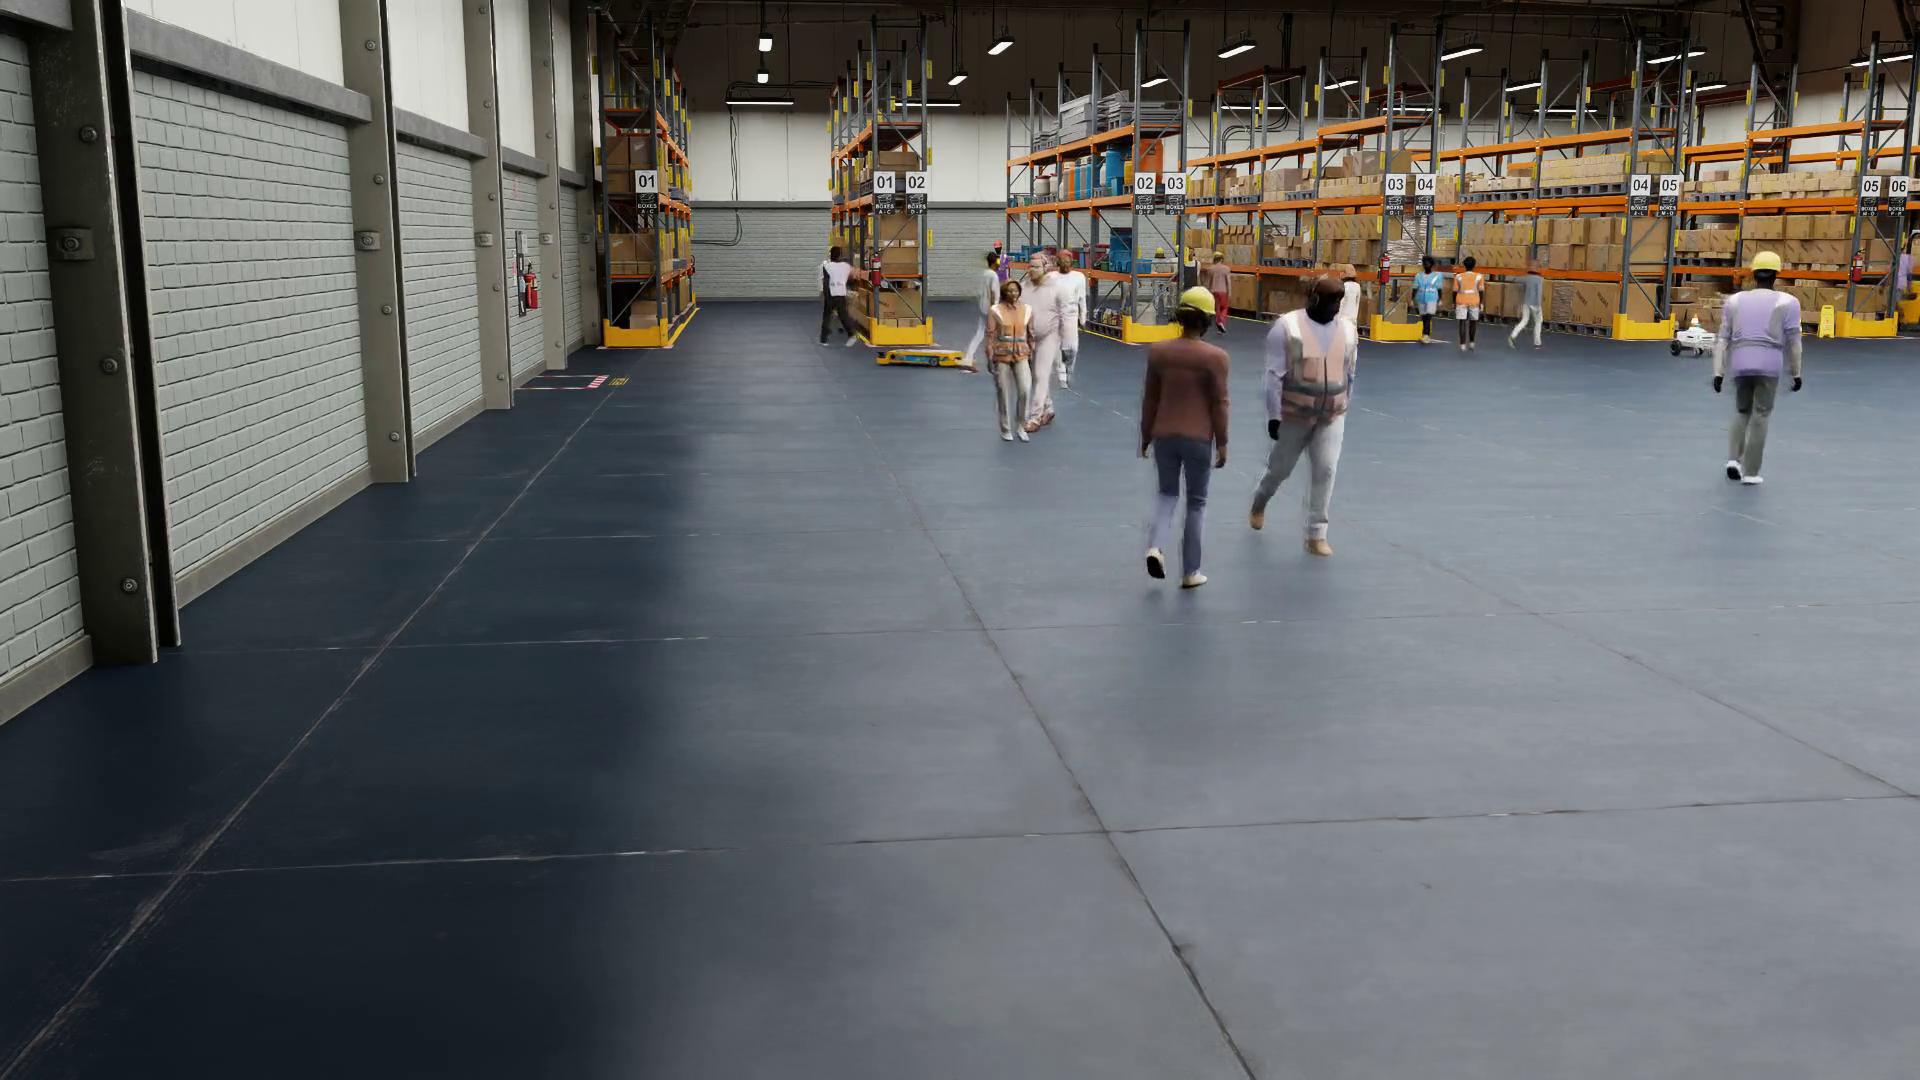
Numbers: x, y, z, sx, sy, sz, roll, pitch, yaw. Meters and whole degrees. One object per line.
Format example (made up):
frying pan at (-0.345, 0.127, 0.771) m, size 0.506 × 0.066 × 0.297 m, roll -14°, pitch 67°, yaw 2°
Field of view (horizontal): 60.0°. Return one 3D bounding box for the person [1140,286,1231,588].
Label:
person at (1.287, -0.583, 9.587) m, size 0.550 × 1.745 × 0.477 m, roll 6°, pitch 12°, yaw 31°

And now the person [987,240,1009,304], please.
person at (0.975, -6.674, 42.464) m, size 0.551 × 1.935 × 0.371 m, roll 0°, pitch 10°, yaw 2°

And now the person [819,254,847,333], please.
person at (-2.658, -5.265, 35.034) m, size 0.610 × 1.822 × 0.419 m, roll -2°, pitch 11°, yaw -11°

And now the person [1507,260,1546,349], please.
person at (10.310, -4.259, 30.134) m, size 0.747 × 1.610 × 0.505 m, roll -5°, pitch 11°, yaw -25°

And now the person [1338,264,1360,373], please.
person at (5.621, -3.191, 24.205) m, size 0.499 × 1.633 × 0.285 m, roll -9°, pitch 14°, yaw -42°

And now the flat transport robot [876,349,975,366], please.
flat transport robot at (-0.547, -2.903, 26.360) m, size 1.431 × 0.197 × 0.652 m, roll 5°, pitch 12°, yaw 26°

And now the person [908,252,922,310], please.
person at (-1.346, -7.368, 46.172) m, size 0.593 × 1.990 × 1.073 m, roll -5°, pitch 11°, yaw -24°

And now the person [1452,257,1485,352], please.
person at (9.050, -4.200, 29.649) m, size 0.557 × 1.649 × 0.846 m, roll 3°, pitch 11°, yaw 17°

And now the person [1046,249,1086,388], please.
person at (1.398, -2.962, 22.298) m, size 0.582 × 1.867 × 0.416 m, roll 0°, pitch 10°, yaw -1°

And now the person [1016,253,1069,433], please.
person at (0.833, -2.097, 17.598) m, size 0.662 × 1.865 × 0.987 m, roll 6°, pitch 12°, yaw 29°

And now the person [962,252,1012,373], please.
person at (0.465, -3.397, 24.877) m, size 0.976 × 1.808 × 0.504 m, roll -5°, pitch 11°, yaw -25°

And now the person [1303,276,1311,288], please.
person at (10.098, -7.546, 47.422) m, size 0.639 × 1.888 × 1.044 m, roll 2°, pitch 11°, yaw 12°

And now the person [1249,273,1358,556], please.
person at (2.231, -0.833, 10.851) m, size 0.644 × 1.811 × 0.814 m, roll -2°, pitch 11°, yaw -10°

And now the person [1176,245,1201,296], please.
person at (4.732, -5.170, 34.468) m, size 0.507 × 1.847 × 0.343 m, roll -1°, pitch 10°, yaw -7°

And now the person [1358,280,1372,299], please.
person at (10.891, -7.024, 44.711) m, size 0.499 × 1.828 × 0.993 m, roll 0°, pitch 10°, yaw -2°

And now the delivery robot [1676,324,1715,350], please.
delivery robot at (12.425, -3.407, 28.089) m, size 0.477 × 0.478 × 0.707 m, roll -1°, pitch 10°, yaw -7°

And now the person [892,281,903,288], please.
person at (-1.742, -7.267, 45.704) m, size 0.613 × 1.951 × 1.006 m, roll -1°, pitch 10°, yaw -5°

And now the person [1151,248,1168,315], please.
person at (5.207, -6.748, 43.400) m, size 0.490 × 1.743 × 0.324 m, roll -2°, pitch 11°, yaw -12°

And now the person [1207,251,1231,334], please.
person at (5.410, -5.156, 34.733) m, size 0.559 × 1.730 × 0.422 m, roll 6°, pitch 12°, yaw 28°

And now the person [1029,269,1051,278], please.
person at (1.737, -5.293, 35.766) m, size 0.522 × 1.618 × 0.683 m, roll -2°, pitch 11°, yaw -12°

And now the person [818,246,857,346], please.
person at (-2.259, -4.526, 30.917) m, size 0.596 × 1.866 × 0.872 m, roll -7°, pitch 12°, yaw -33°

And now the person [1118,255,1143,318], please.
person at (4.104, -6.252, 40.152) m, size 0.629 × 1.940 × 0.373 m, roll -2°, pitch 11°, yaw -12°

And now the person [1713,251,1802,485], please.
person at (6.552, -1.404, 13.660) m, size 0.504 × 1.904 × 0.602 m, roll -10°, pitch 14°, yaw -43°

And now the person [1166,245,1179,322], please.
person at (5.174, -6.071, 39.448) m, size 0.590 × 1.833 × 0.404 m, roll 0°, pitch 10°, yaw 0°

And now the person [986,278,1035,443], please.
person at (0.512, -1.764, 16.404) m, size 0.534 × 1.613 × 0.632 m, roll -2°, pitch 11°, yaw -11°

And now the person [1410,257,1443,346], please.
person at (8.740, -4.480, 31.215) m, size 0.548 × 1.641 × 0.886 m, roll 8°, pitch 13°, yaw 36°

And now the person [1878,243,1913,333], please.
person at (19.590, -5.316, 34.820) m, size 0.605 × 2.020 × 0.489 m, roll -2°, pitch 11°, yaw -11°

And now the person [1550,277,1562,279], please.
person at (18.266, -8.225, 50.903) m, size 0.637 × 1.956 × 0.639 m, roll -1°, pitch 10°, yaw -7°
